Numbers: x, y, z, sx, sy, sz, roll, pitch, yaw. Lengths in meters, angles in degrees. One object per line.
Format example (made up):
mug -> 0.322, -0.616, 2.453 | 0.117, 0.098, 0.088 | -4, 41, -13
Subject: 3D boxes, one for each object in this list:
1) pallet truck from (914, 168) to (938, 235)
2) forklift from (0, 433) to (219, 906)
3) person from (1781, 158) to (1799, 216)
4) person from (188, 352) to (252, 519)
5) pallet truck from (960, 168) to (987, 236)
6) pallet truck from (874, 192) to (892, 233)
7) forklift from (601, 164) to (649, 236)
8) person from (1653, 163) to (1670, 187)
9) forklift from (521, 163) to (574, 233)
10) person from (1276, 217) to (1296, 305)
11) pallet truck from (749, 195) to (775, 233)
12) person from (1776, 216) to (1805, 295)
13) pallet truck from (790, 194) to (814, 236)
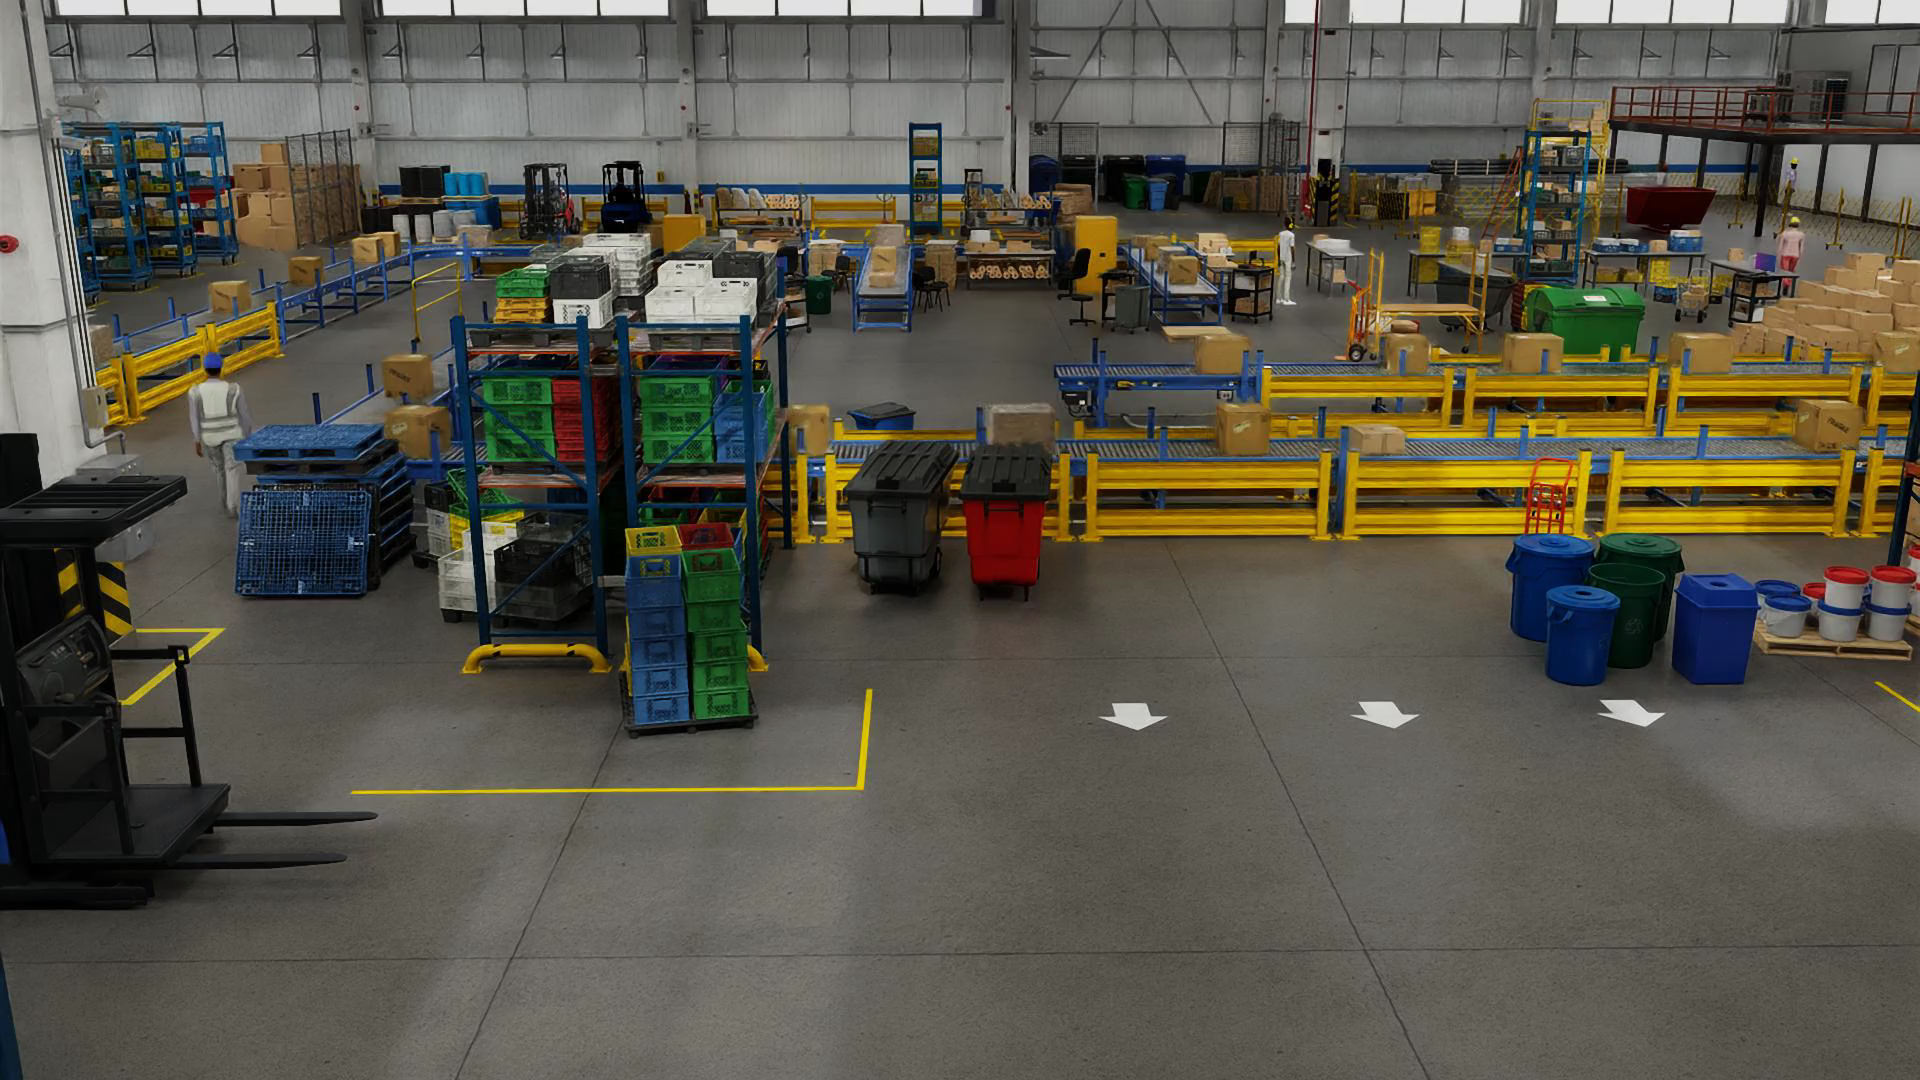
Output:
pallet truck -> -0.989, -10.316, 50.507 | 0.823, 1.965, 1.885 | 1, 16, 3
forklift -> -5.952, 0.780, 10.366 | 1.873, 2.768, 1.129 | 0, 16, -1
person -> 28.100, -11.940, 56.274 | 0.594, 1.926, 0.366 | -14, 21, -41
person -> -8.443, -1.205, 19.039 | 0.614, 1.898, 1.034 | -4, 16, -13
pallet truck -> 0.383, -10.230, 50.206 | 0.823, 1.965, 1.885 | -1, 16, -3
pallet truck -> -2.277, -9.986, 50.594 | 0.653, 1.274, 1.630 | 0, 16, -1
forklift -> -9.948, -10.127, 49.296 | 1.157, 1.987, 2.680 | -1, 16, -3
person -> 22.937, -11.377, 54.431 | 0.439, 1.890, 0.575 | -12, 20, -35
forklift -> -12.233, -10.122, 49.298 | 1.157, 1.987, 2.680 | 0, 16, -1
person -> 7.020, -5.987, 35.688 | 0.311, 1.869, 0.532 | -9, 18, -28
pallet truck -> -6.051, -9.967, 50.660 | 0.680, 1.201, 1.601 | 0, 16, -1
person -> 18.530, -6.331, 37.102 | 0.533, 1.751, 0.687 | 3, 16, 11
pallet truck -> -4.814, -9.883, 50.259 | 0.704, 1.261, 1.522 | -1, 16, -3
